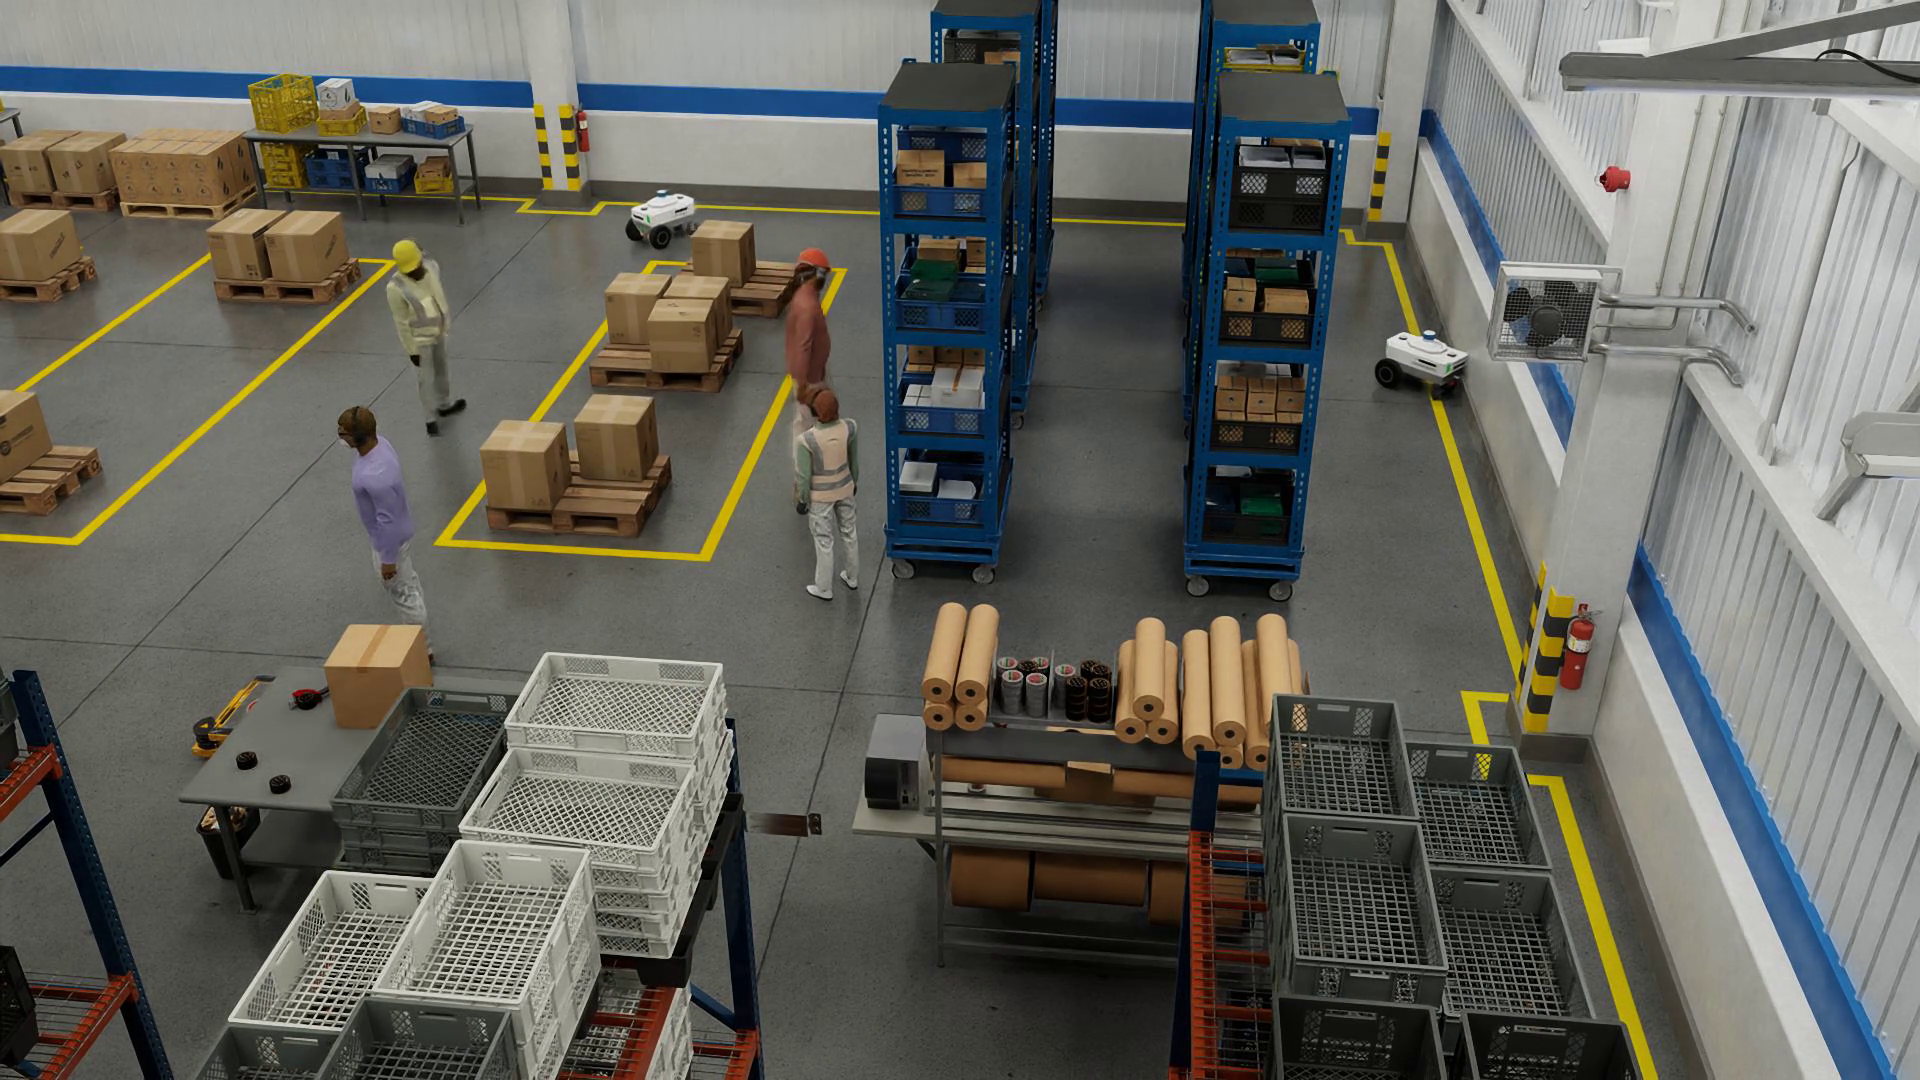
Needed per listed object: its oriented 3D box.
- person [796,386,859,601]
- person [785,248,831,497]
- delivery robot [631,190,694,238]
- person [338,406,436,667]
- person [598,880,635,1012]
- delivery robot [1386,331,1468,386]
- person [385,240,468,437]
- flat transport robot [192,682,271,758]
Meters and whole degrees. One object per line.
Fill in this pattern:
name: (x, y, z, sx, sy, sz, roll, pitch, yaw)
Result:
person: (-0.934, -0.329, 11.861, 0.514, 1.639, 0.310, -21, 36, -32)
person: (-1.194, -1.317, 13.268, 0.390, 1.950, 0.768, -1, 30, -3)
delivery robot: (-3.312, -3.660, 18.563, 0.477, 0.478, 0.707, 24, 38, 35)
person: (-3.790, -0.010, 11.020, 0.352, 1.936, 0.635, -10, 32, -16)
person: (-1.915, 1.880, 7.921, 0.975, 1.799, 0.626, -9, 31, -16)
delivery robot: (4.242, -1.665, 15.135, 0.477, 0.478, 0.707, -25, 38, -36)
person: (-4.516, -1.778, 14.212, 0.419, 1.784, 0.743, 11, 32, 19)
flat transport robot: (-4.089, 1.163, 10.648, 1.431, 0.197, 0.652, 3, 30, 6)
